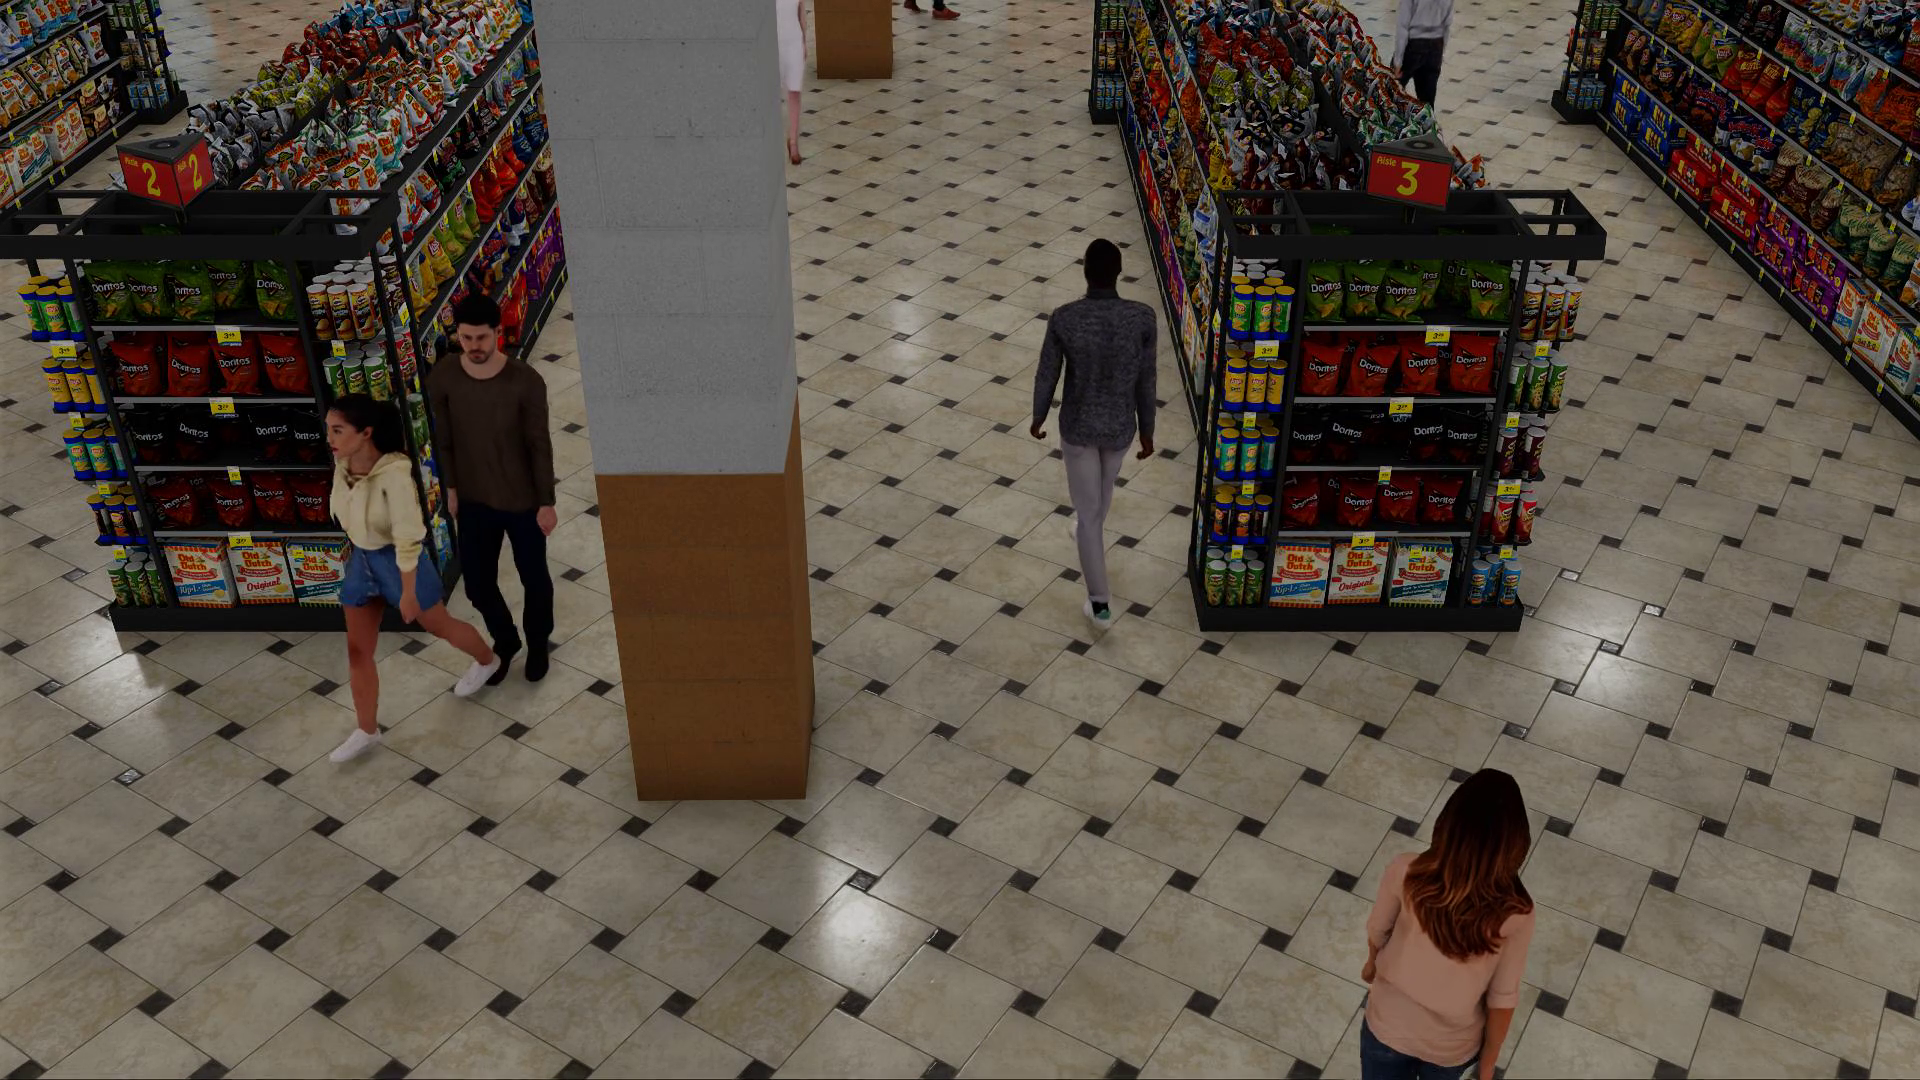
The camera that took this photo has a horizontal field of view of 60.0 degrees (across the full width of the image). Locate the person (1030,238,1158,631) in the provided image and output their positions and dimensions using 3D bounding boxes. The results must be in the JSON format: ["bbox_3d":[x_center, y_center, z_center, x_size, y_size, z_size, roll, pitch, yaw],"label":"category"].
[{"bbox_3d":[0.641,-0.442,7.639,0.826,1.791,1.235,-5,32,-8],"label":"person"}]

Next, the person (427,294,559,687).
[{"bbox_3d":[-1.973,-0.241,7.239,0.660,1.873,0.575,-1,32,-1],"label":"person"}]

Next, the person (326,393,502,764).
[{"bbox_3d":[-2.295,0.105,6.948,1.047,1.592,1.200,21,38,30],"label":"person"}]

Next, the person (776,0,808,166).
[{"bbox_3d":[-1.427,-3.925,13.257,0.798,1.770,1.118,-11,33,-16],"label":"person"}]

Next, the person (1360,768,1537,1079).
[{"bbox_3d":[1.273,1.440,4.658,0.865,1.745,1.202,11,34,17],"label":"person"}]

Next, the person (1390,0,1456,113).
[{"bbox_3d":[3.606,-3.732,12.948,0.813,1.768,1.233,-5,32,-9],"label":"person"}]

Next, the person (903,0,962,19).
[{"bbox_3d":[-0.325,-6.280,16.998,0.987,1.816,0.899,-12,34,-18],"label":"person"}]
